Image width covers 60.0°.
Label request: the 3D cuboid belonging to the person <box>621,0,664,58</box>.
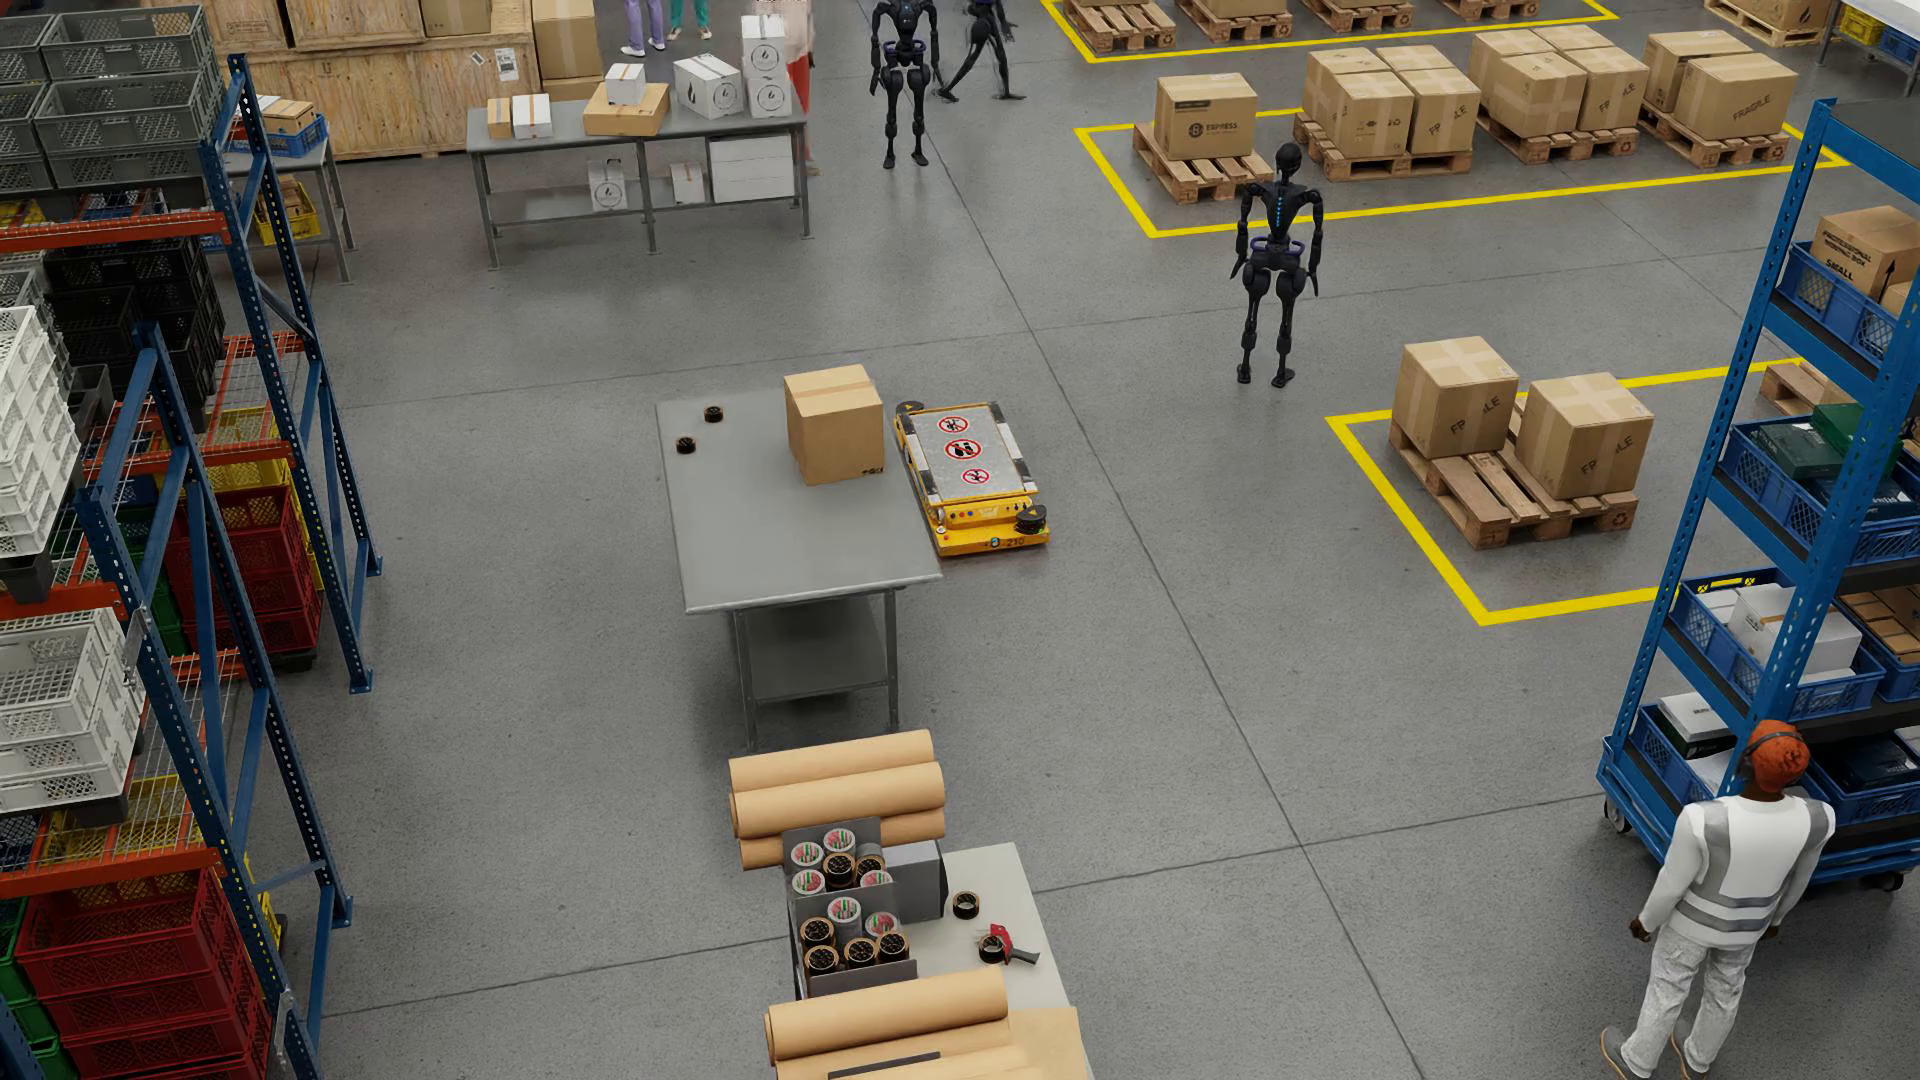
[{"bbox_3d":[-3.080,-5.504,15.564,0.590,1.923,0.378,-29,45,-33],"label":"person"}]

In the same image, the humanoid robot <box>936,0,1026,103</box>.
[{"bbox_3d":[0.176,-4.642,14.655,0.776,1.635,0.563,5,37,7],"label":"humanoid robot"}]

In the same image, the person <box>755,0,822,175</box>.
[{"bbox_3d":[-1.426,-3.938,13.416,0.610,1.977,0.635,25,43,30],"label":"person"}]

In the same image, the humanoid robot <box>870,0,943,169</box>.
[{"bbox_3d":[-0.440,-3.841,13.526,0.609,1.655,0.315,-7,37,-9],"label":"humanoid robot"}]

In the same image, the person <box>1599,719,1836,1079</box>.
[{"bbox_3d":[2.852,1.418,6.297,0.571,1.882,0.356,-2,37,-2],"label":"person"}]

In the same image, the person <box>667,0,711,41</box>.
[{"bbox_3d":[-2.656,-5.675,15.933,0.569,1.757,0.319,-5,37,-6],"label":"person"}]

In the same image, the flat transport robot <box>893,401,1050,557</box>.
[{"bbox_3d":[0.046,-0.430,10.108,0.652,0.197,1.431,-8,37,-10],"label":"flat transport robot"}]

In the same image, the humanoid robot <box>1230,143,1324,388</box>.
[{"bbox_3d":[2.045,-1.781,10.756,0.586,1.657,0.330,11,38,14],"label":"humanoid robot"}]
